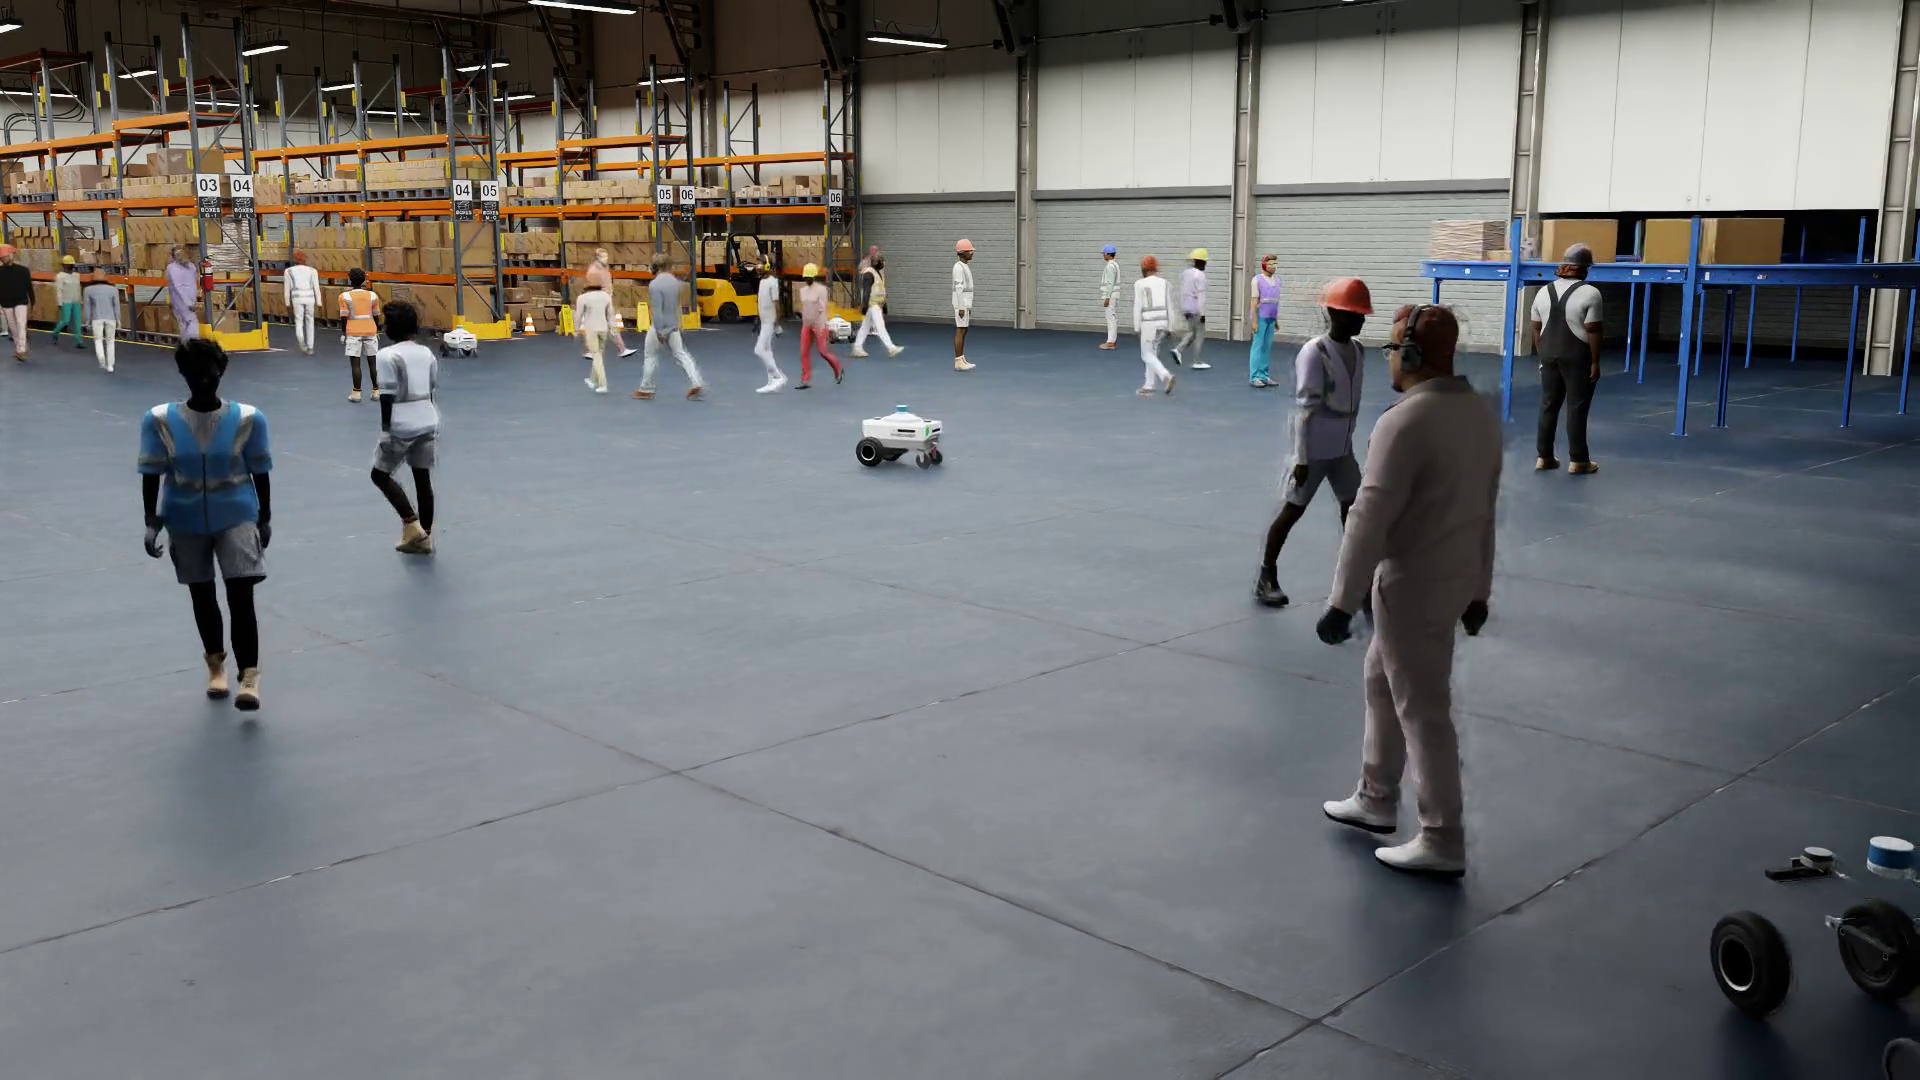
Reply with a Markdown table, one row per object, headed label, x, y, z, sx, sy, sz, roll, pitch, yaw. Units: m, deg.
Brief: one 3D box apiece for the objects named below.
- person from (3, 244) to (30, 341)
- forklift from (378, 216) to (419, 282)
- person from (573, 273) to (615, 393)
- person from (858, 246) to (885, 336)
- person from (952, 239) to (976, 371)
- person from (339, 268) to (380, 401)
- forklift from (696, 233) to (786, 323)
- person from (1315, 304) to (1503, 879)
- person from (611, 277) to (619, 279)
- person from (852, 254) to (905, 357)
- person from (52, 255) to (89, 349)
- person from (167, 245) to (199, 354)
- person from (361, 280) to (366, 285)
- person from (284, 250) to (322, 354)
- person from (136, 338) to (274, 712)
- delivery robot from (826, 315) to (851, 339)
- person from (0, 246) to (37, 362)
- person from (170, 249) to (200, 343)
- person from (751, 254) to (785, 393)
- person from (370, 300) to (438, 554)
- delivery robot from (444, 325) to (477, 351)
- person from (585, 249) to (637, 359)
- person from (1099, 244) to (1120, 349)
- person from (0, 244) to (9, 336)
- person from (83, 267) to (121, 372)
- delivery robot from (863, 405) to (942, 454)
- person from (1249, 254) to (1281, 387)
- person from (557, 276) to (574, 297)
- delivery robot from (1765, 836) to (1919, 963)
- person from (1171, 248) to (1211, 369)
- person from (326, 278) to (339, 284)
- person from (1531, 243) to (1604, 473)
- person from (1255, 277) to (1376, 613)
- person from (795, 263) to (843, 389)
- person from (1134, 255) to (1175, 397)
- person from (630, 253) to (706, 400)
| label | x | y | z | sx | sy | sz | roll | pitch | yaw |
| --- | --- | --- | --- | --- | --- | --- | --- | --- | --- |
| person | -19.062 | -4.982 | 33.501 | 0.385 | 1.932 | 0.556 | -3 | 11 | -15 |
| forklift | -17.868 | -9.201 | 54.028 | 1.873 | 2.768 | 1.129 | -10 | 14 | -44 |
| person | -4.984 | -2.801 | 22.490 | 0.526 | 1.589 | 0.817 | -9 | 14 | -40 |
| person | -1.855 | -5.260 | 35.146 | 0.661 | 1.887 | 0.400 | 7 | 13 | 34 |
| person | 0.069 | -3.702 | 26.198 | 0.364 | 2.048 | 0.611 | 2 | 11 | 9 |
| person | -7.681 | -2.629 | 21.304 | 0.541 | 1.696 | 0.316 | -10 | 14 | -43 |
| forklift | -5.496 | -6.489 | 41.108 | 2.313 | 2.155 | 1.214 | -10 | 14 | -44 |
| person | 1.431 | 0.161 | 5.586 | 0.775 | 1.881 | 0.660 | 8 | 13 | 38 |
| person | -8.802 | -6.400 | 41.516 | 0.510 | 1.825 | 0.645 | 10 | 14 | 43 |
| person | -1.449 | -4.076 | 28.944 | 1.004 | 1.784 | 0.640 | 2 | 11 | 12 |
| person | -16.815 | -4.488 | 31.316 | 0.627 | 1.751 | 0.533 | 4 | 11 | 21 |
| person | -13.822 | -4.266 | 29.567 | 0.371 | 1.940 | 0.627 | 3 | 11 | 17 |
| person | -17.669 | -7.940 | 49.718 | 0.822 | 1.905 | 0.559 | -2 | 11 | -11 |
| person | -11.711 | -4.240 | 29.661 | 0.588 | 1.862 | 0.791 | -5 | 11 | -25 |
| person | -3.335 | -0.060 | 7.384 | 0.547 | 1.653 | 0.848 | -3 | 11 | -18 |
| delivery robot | -2.429 | -4.233 | 33.026 | 0.477 | 0.478 | 0.707 | -5 | 11 | -25 |
| person | -15.988 | -3.988 | 28.075 | 0.624 | 1.925 | 1.042 | -3 | 11 | -16 |
| person | -13.465 | -4.120 | 28.989 | 0.429 | 1.872 | 0.665 | -1 | 10 | -6 |
| person | -2.634 | -2.912 | 22.412 | 0.399 | 1.855 | 0.523 | -4 | 11 | -20 |
| person | -3.660 | -0.734 | 10.982 | 0.371 | 1.683 | 0.557 | 4 | 11 | 22 |
| delivery robot | -8.743 | -3.510 | 29.084 | 0.477 | 0.478 | 0.707 | -8 | 13 | -39 |
| person | -6.028 | -4.015 | 28.379 | 0.950 | 1.859 | 0.678 | 3 | 11 | 16 |
| person | 2.809 | -4.560 | 31.145 | 0.389 | 1.948 | 0.609 | 2 | 11 | 11 |
| person | -20.122 | -5.266 | 35.059 | 0.373 | 1.923 | 0.593 | 10 | 14 | 44 |
| person | -13.231 | -3.394 | 25.695 | 0.504 | 1.619 | 0.523 | -6 | 12 | -29 |
| delivery robot | -0.534 | -1.006 | 15.429 | 0.707 | 0.478 | 0.477 | 4 | 11 | 23 |
| person | 4.275 | -3.082 | 23.361 | 0.564 | 1.846 | 0.391 | -10 | 14 | -43 |
| person | -10.803 | -7.086 | 45.508 | 0.491 | 1.736 | 0.324 | 3 | 11 | 16 |
| delivery robot | 2.422 | 0.897 | 4.342 | 0.335 | 0.223 | 0.698 | -2 | 11 | -11 |
| person | 3.699 | -3.663 | 26.360 | 0.545 | 1.907 | 0.605 | -4 | 11 | -18 |
| person | -18.558 | -7.706 | 48.674 | 0.631 | 1.809 | 0.980 | 4 | 11 | 23 |
| person | 5.517 | -1.623 | 14.993 | 0.537 | 2.000 | 0.682 | -7 | 13 | -35 |
| person | 2.068 | -0.526 | 9.361 | 0.584 | 1.886 | 0.938 | -9 | 14 | -41 |
| person | -1.966 | -2.982 | 23.115 | 0.536 | 1.731 | 0.716 | 7 | 12 | 34 |
| person | 2.579 | -2.791 | 21.753 | 0.598 | 1.856 | 0.739 | -8 | 13 | -36 |
| person | -3.772 | -2.753 | 21.467 | 1.018 | 1.897 | 0.643 | 4 | 11 | 22 |
